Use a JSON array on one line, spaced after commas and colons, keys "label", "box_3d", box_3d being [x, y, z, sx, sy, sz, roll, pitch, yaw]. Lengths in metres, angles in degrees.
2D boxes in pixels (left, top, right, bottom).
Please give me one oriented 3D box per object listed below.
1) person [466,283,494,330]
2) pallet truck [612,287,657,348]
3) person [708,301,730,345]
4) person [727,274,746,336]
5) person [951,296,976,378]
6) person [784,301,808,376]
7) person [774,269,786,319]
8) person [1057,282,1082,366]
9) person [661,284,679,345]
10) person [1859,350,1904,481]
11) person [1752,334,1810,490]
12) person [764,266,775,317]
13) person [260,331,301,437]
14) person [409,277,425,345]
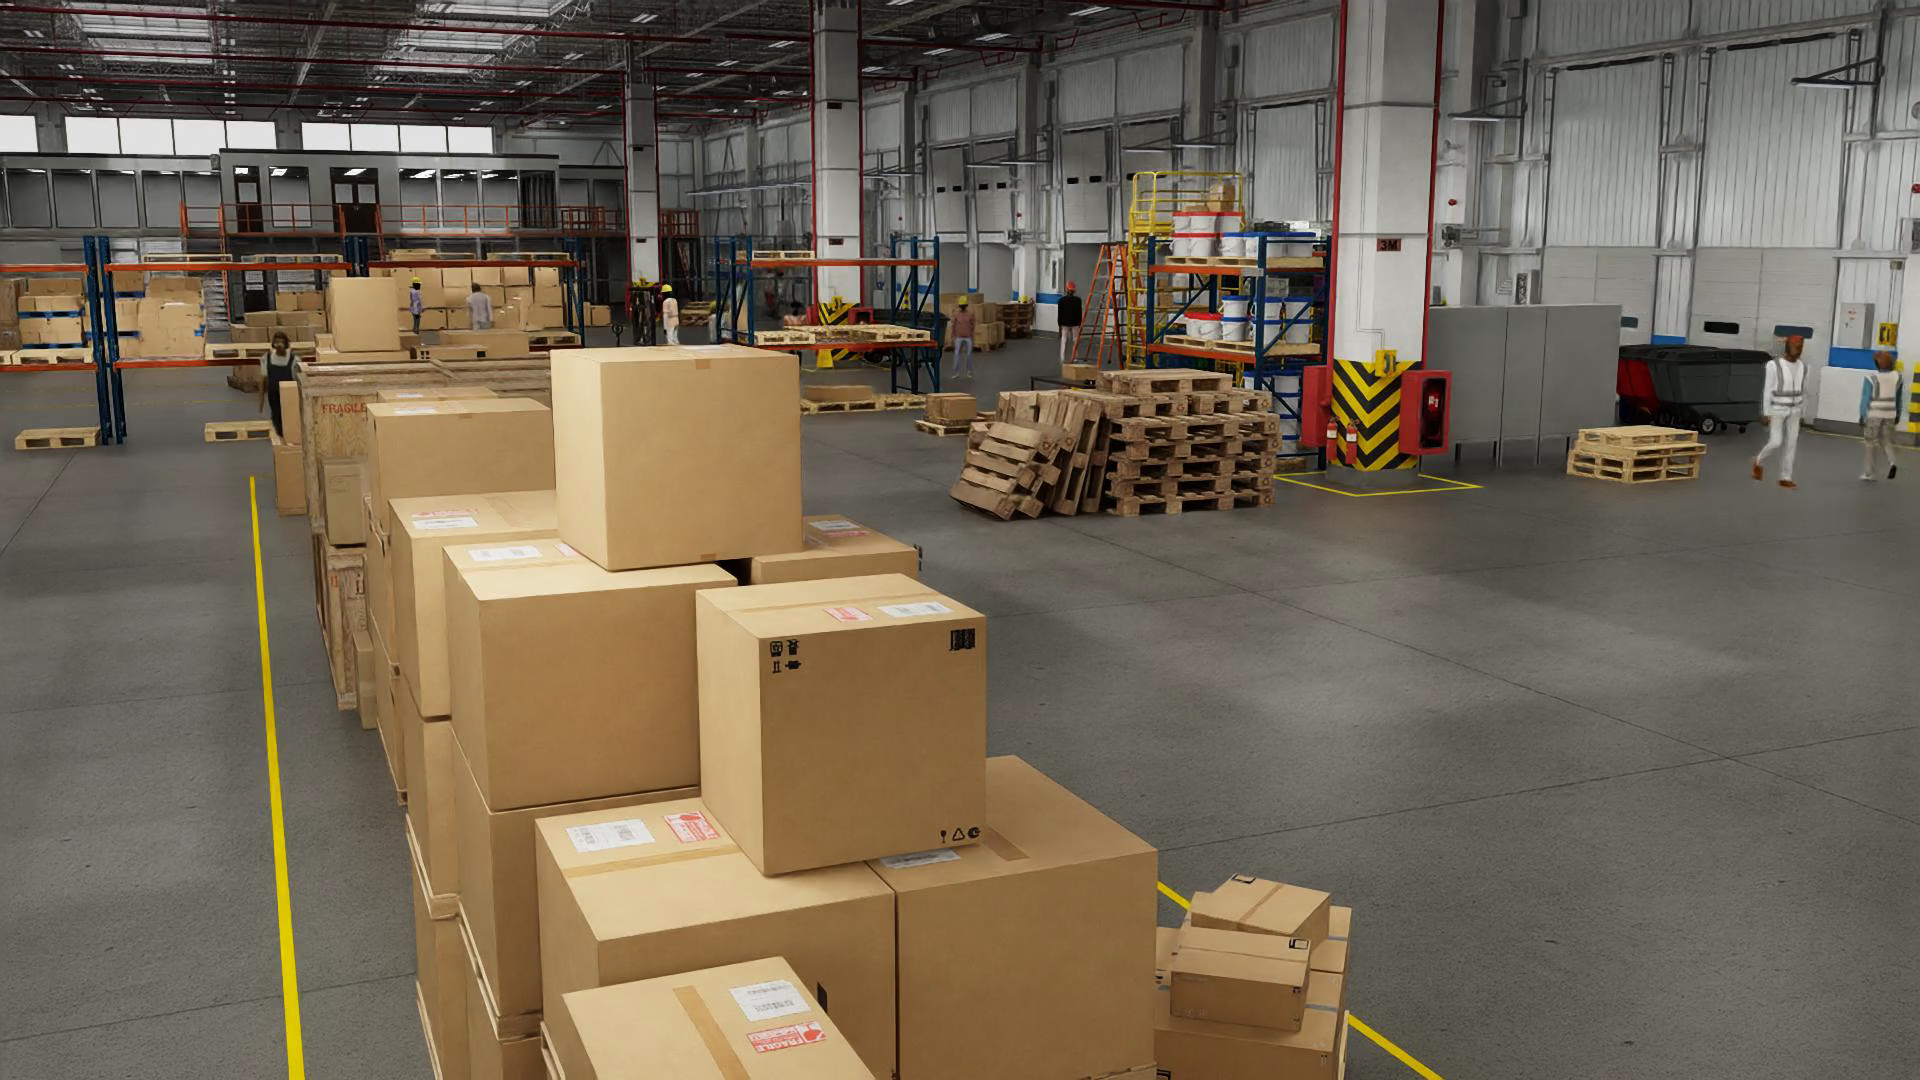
[{"label": "person", "box_3d": [-12.151, -5.549, 42.086, 0.668, 1.877, 0.983, -2, 10, -10]}, {"label": "pallet truck", "box_3d": [-6.464, -4.406, 35.401, 0.823, 1.965, 1.885, 6, 12, 32]}, {"label": "person", "box_3d": [-5.190, -4.340, 36.017, 0.497, 1.650, 1.035, -6, 12, -32]}, {"label": "person", "box_3d": [-6.908, -7.298, 51.609, 0.624, 1.912, 0.952, 4, 11, 21]}, {"label": "person", "box_3d": [0.075, -4.350, 35.737, 0.533, 1.765, 0.329, 0, 10, 1]}, {"label": "person", "box_3d": [-3.556, -4.359, 36.100, 0.542, 1.659, 0.869, -1, 10, -8]}, {"label": "person", "box_3d": [-6.724, -9.174, 61.921, 0.469, 1.906, 0.582, 3, 11, 19]}, {"label": "person", "box_3d": [2.599, -5.092, 39.239, 0.607, 1.986, 0.399, -3, 11, -16]}, {"label": "person", "box_3d": [-6.873, -5.075, 39.329, 0.414, 1.917, 0.588, 3, 11, 18]}, {"label": "person", "box_3d": [11.359, -1.519, 20.503, 0.536, 1.625, 0.413, 0, 10, -2]}, {"label": "person", "box_3d": [9.897, -1.547, 20.011, 0.595, 1.863, 0.549, -2, 10, -9]}, {"label": "person", "box_3d": [-7.252, -9.468, 63.370, 0.493, 1.972, 0.681, 5, 12, 28]}, {"label": "person", "box_3d": [-8.844, -1.834, 21.757, 0.523, 1.817, 0.869, -1, 10, -6]}, {"label": "person", "box_3d": [-15.126, -6.354, 46.330, 0.362, 1.928, 0.587, -3, 11, -15]}]
